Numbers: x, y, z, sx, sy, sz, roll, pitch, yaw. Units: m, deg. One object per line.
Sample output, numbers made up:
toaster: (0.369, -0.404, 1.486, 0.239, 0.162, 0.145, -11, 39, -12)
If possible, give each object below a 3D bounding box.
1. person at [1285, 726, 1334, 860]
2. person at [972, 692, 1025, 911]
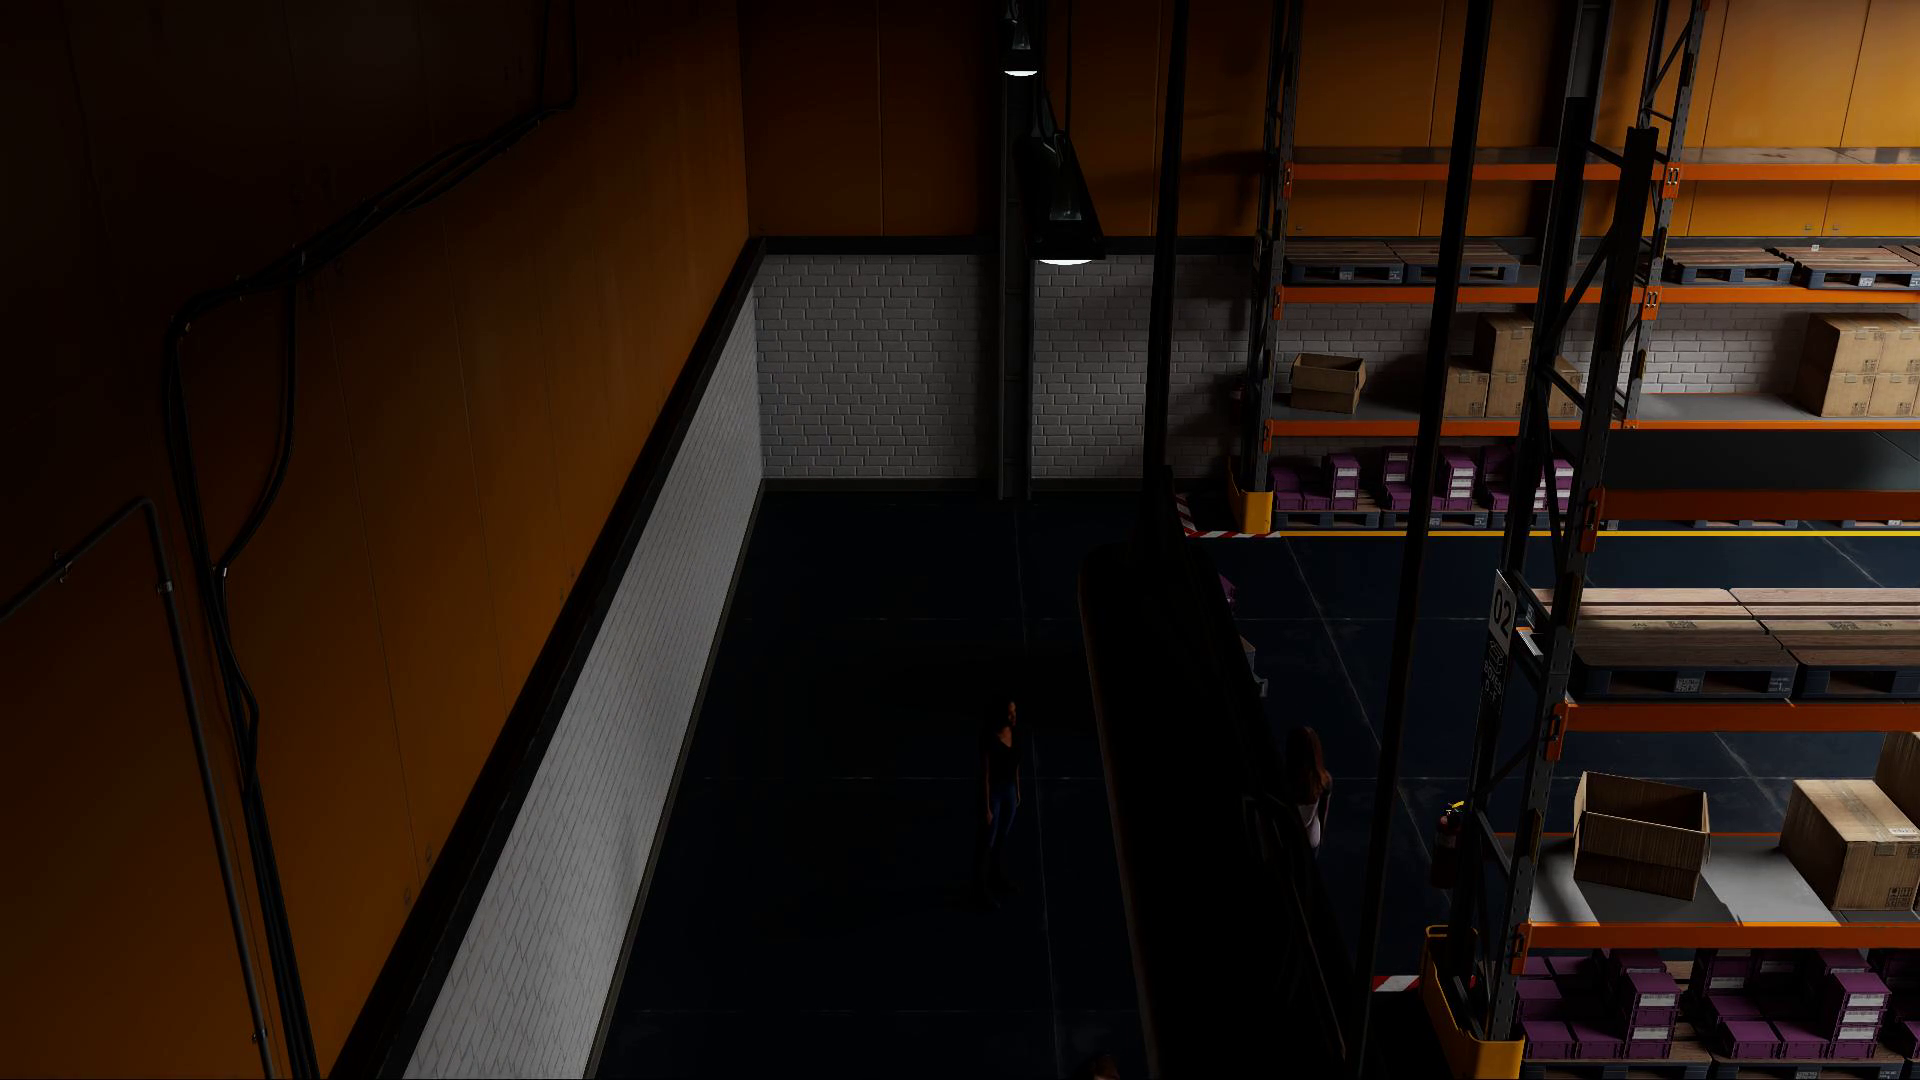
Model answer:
person: (2.328, 2.085, 11.549, 0.488, 1.727, 0.660, -1, 24, -3)
person: (0.259, 1.862, 12.053, 0.703, 1.733, 0.658, 16, 28, 33)
